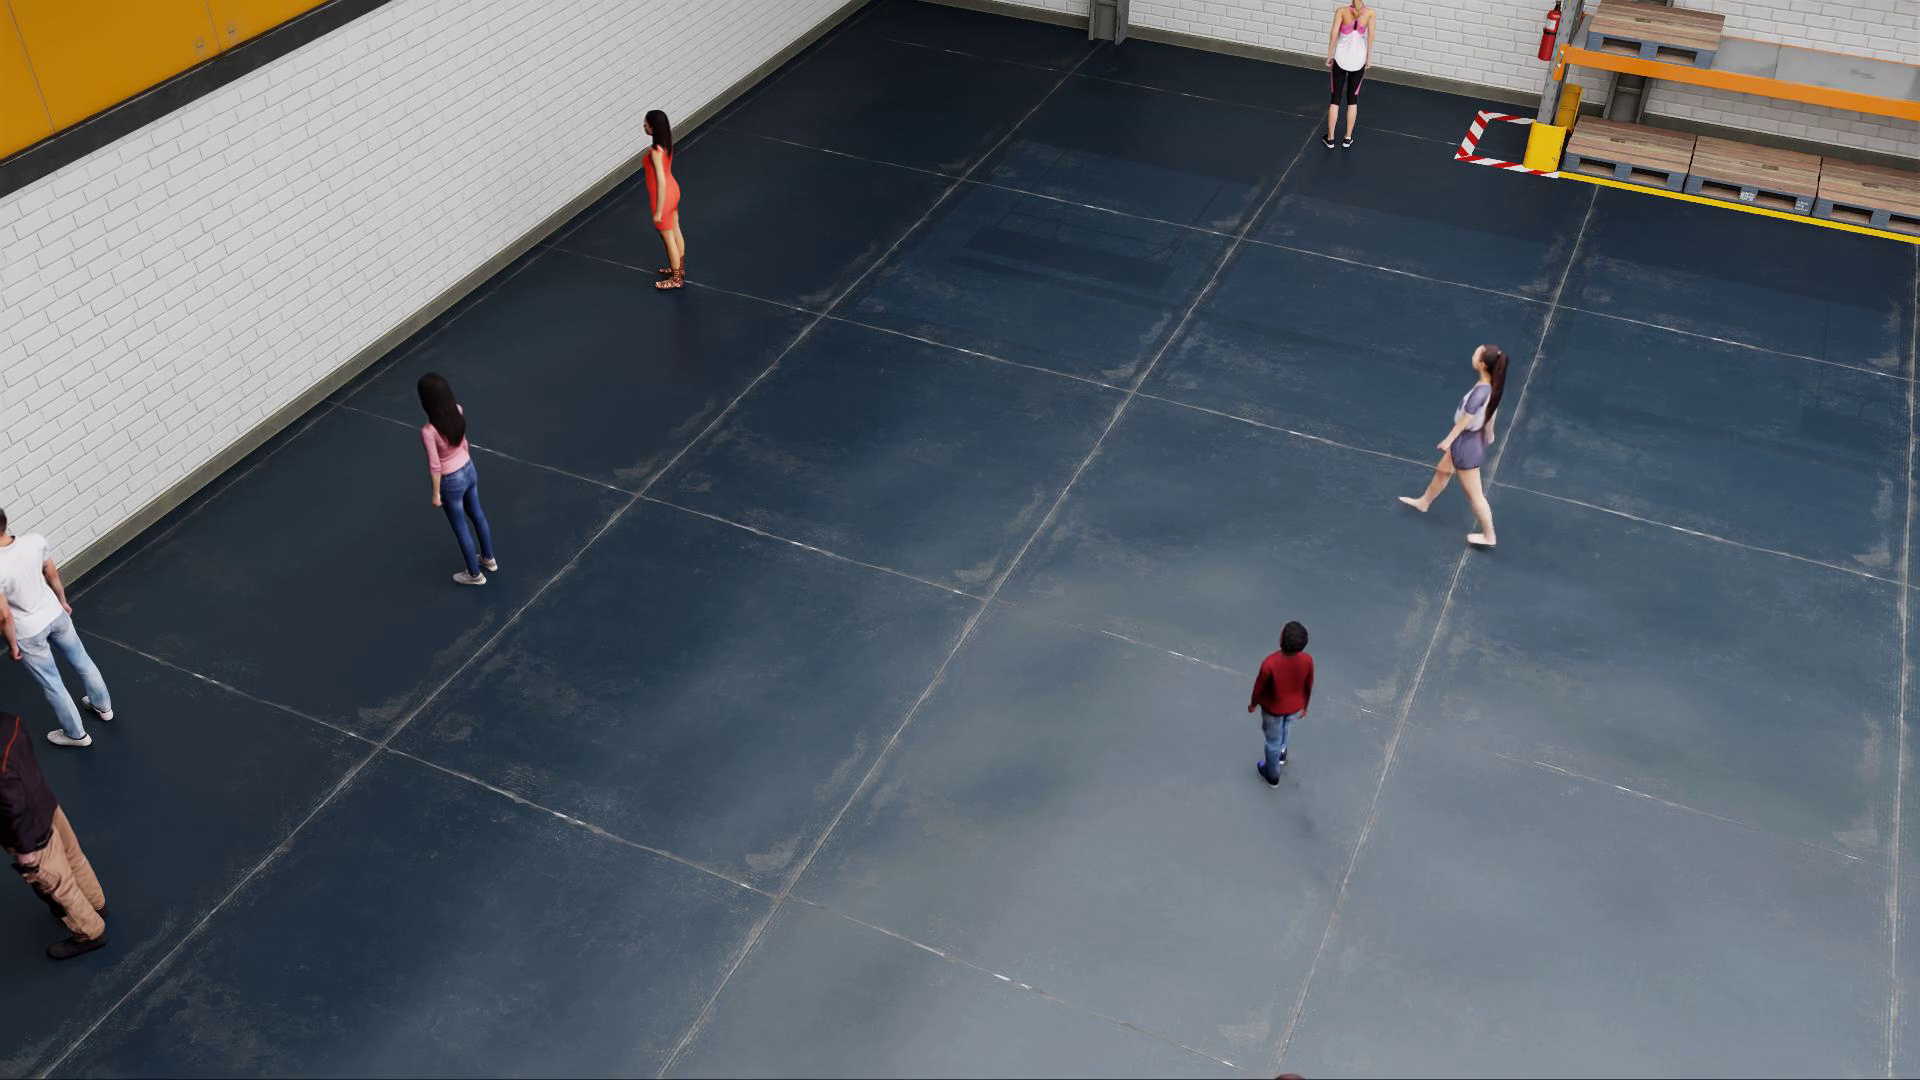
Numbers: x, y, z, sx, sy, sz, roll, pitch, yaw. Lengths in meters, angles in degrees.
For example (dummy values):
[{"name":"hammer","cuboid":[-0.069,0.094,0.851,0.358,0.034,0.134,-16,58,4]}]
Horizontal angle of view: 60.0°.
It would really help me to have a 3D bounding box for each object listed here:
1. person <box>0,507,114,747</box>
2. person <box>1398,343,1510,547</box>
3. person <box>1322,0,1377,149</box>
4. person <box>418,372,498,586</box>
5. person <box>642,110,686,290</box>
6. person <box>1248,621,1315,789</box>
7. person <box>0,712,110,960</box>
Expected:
[{"name":"person","cuboid":[-5.770,0.522,10.418,0.565,1.851,0.664,12,40,15]},{"name":"person","cuboid":[3.779,-0.648,12.080,1.063,1.605,0.676,22,43,25]},{"name":"person","cuboid":[4.051,-4.973,17.351,0.583,1.787,0.739,2,39,3]},{"name":"person","cuboid":[-3.552,-0.431,11.699,0.508,1.742,0.577,15,41,17]},{"name":"person","cuboid":[-2.666,-3.081,15.036,0.640,1.719,0.653,3,39,3]},{"name":"person","cuboid":[2.009,1.043,10.252,0.632,1.245,0.692,-13,40,-16]},{"name":"person","cuboid":[-5.086,1.538,9.087,0.832,1.925,0.792,-10,40,-12]}]
